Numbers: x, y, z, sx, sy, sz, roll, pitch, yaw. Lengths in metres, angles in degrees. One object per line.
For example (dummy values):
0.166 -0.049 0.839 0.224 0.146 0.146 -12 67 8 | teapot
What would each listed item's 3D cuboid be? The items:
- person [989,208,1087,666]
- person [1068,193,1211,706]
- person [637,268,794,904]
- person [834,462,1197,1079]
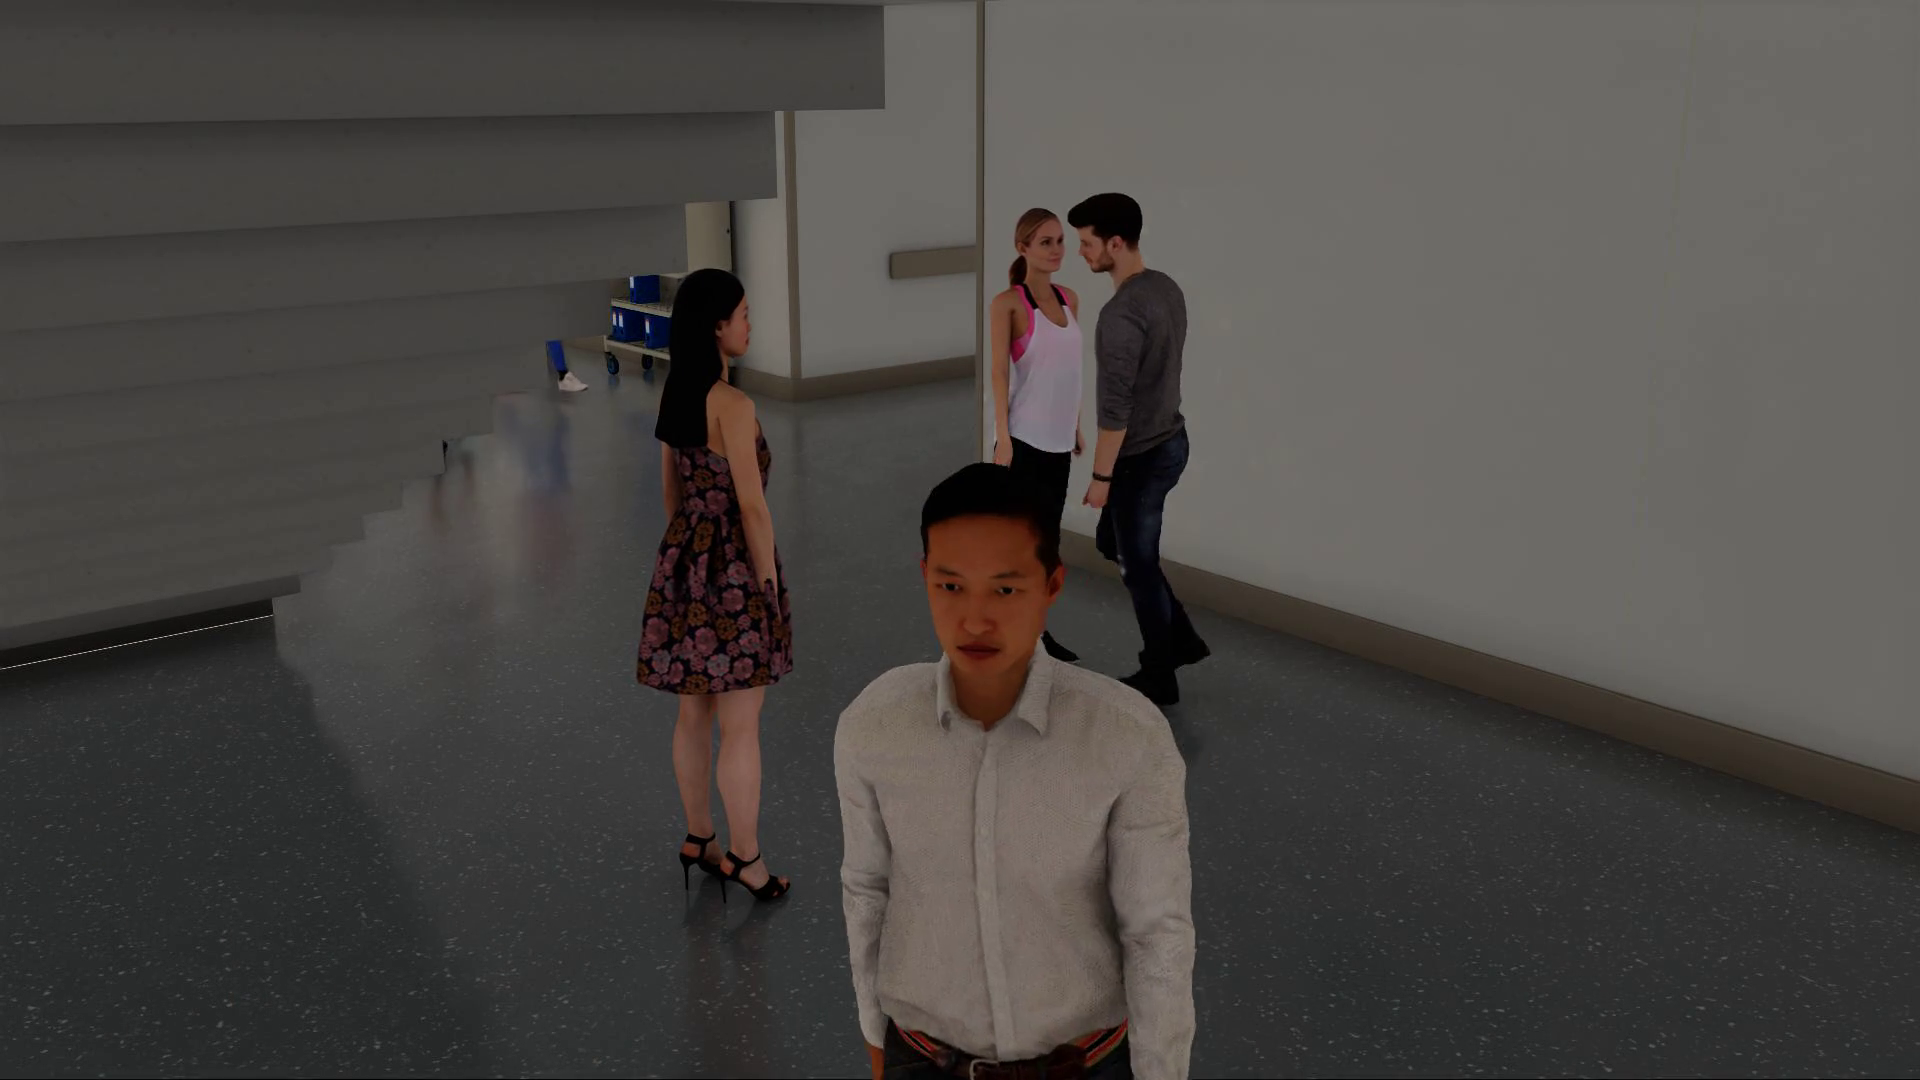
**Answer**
0.280 -0.369 6.384 0.602 1.788 0.519 -14 21 -40 | person
0.730 -0.272 5.888 0.934 1.871 0.918 7 17 25 | person
-0.661 0.146 4.581 0.728 1.775 0.611 -14 21 -41 | person
0.100 0.752 2.453 1.229 1.763 1.239 2 16 8 | person
